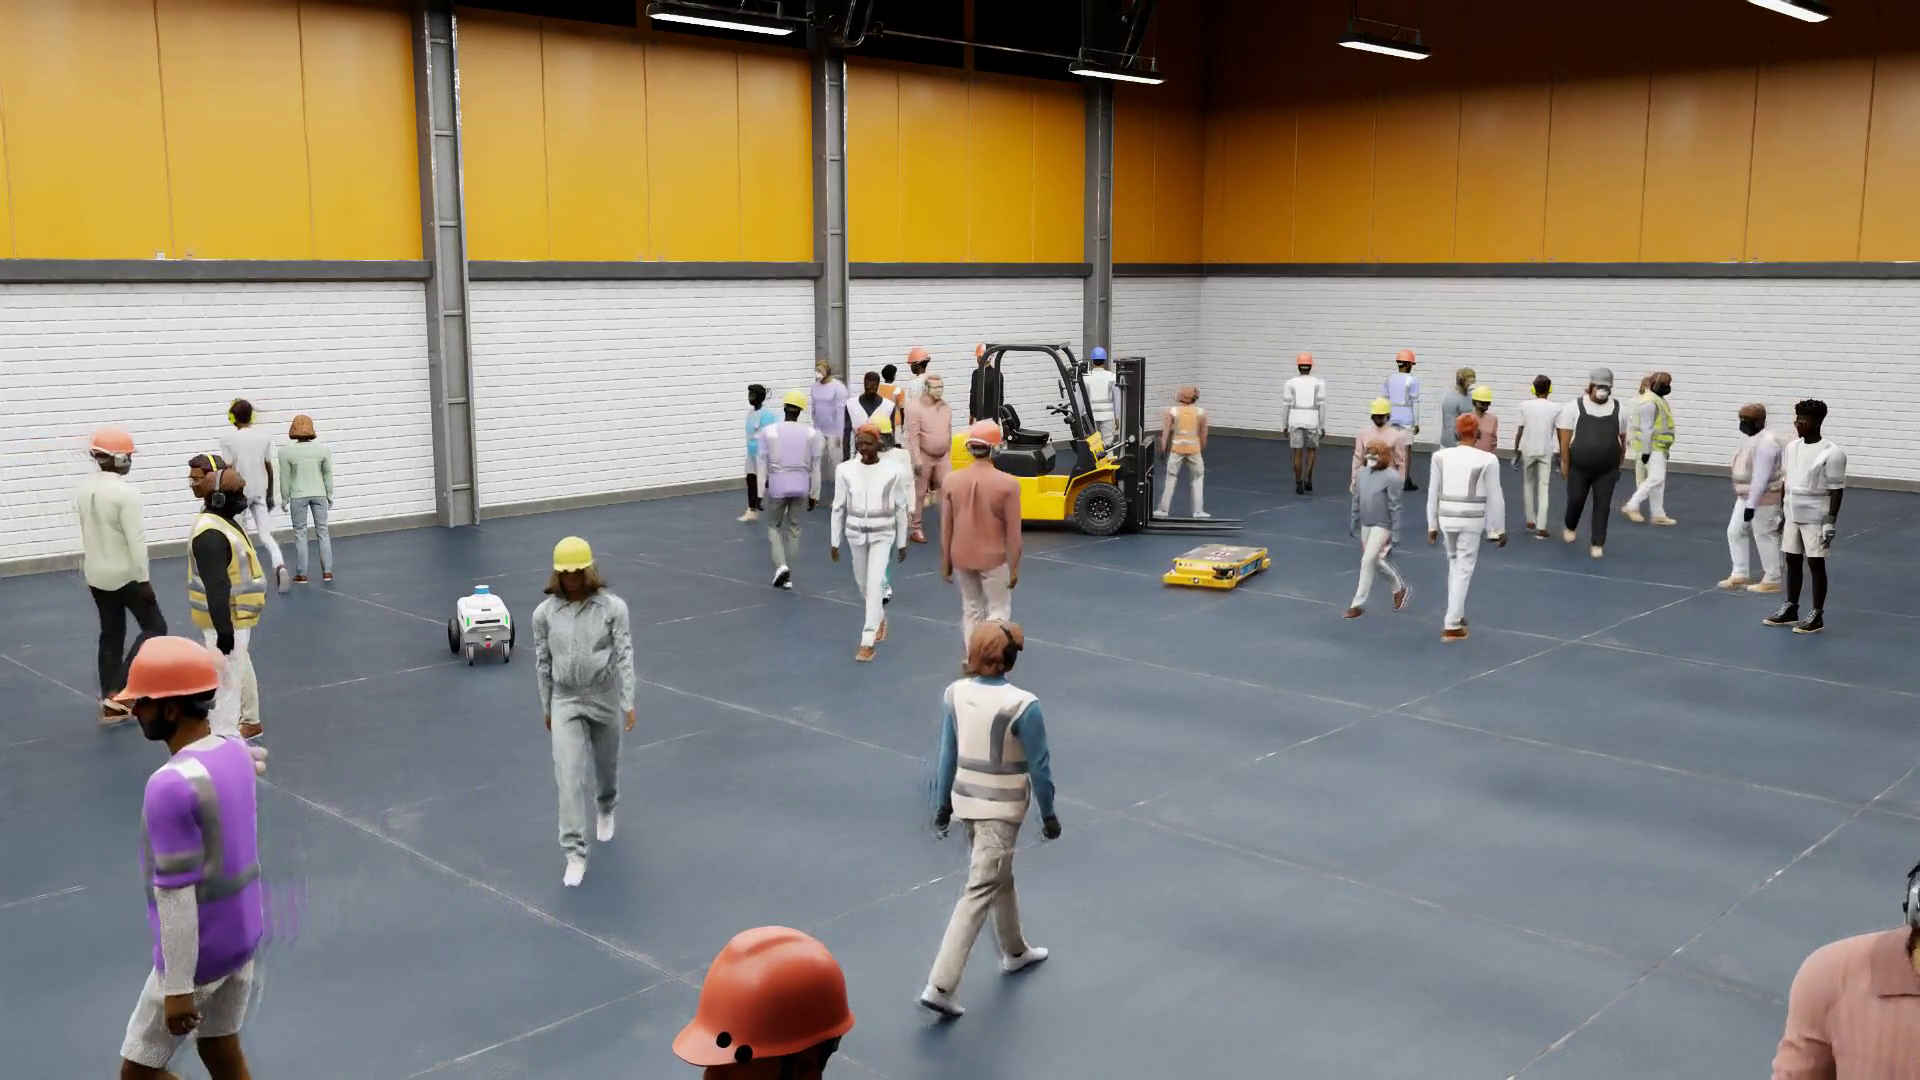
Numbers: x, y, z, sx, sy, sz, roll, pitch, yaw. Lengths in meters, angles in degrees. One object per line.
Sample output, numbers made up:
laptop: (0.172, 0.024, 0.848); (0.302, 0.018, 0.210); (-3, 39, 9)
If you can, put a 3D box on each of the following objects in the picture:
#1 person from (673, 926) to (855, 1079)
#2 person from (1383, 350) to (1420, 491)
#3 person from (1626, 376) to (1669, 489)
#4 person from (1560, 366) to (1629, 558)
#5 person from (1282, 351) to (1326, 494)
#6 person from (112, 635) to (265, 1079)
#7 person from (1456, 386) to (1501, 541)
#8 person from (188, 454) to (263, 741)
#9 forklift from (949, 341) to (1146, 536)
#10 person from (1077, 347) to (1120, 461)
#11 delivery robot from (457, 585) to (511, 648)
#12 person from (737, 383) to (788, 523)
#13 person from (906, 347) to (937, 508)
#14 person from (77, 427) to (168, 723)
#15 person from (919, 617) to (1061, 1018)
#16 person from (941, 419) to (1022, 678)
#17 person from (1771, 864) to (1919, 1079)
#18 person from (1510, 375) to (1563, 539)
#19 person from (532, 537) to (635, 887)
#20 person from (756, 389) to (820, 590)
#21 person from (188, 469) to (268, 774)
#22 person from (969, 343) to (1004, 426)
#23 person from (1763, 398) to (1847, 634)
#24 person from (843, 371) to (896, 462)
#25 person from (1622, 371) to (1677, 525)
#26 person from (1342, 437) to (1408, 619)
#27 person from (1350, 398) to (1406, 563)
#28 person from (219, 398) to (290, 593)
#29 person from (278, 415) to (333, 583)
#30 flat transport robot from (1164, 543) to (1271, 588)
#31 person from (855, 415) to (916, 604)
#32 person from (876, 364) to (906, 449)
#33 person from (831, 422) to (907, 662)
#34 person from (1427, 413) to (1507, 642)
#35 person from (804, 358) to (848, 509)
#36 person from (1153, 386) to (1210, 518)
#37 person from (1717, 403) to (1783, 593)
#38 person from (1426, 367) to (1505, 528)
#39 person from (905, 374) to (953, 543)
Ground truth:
person: (-0.306, 1.602, 2.915); (0.360, 1.939, 0.543); (-8, 12, -40)
person: (6.064, -1.638, 22.810); (0.542, 1.929, 0.374); (9, 13, 44)
person: (9.109, -1.362, 22.056); (0.539, 1.611, 0.569); (4, 10, 23)
person: (6.715, -0.848, 17.624); (0.687, 2.000, 0.683); (2, 9, 12)
person: (4.648, -1.583, 22.488); (0.578, 1.920, 0.530); (2, 9, 11)
person: (-2.374, 1.244, 5.149); (0.396, 1.923, 0.583); (0, 9, 0)
person: (5.772, -0.834, 18.464); (0.556, 1.724, 0.842); (-2, 9, -12)
person: (-4.730, 0.374, 10.662); (0.534, 1.868, 0.309); (8, 12, 41)
forklift: (0.977, -1.223, 19.452); (2.313, 2.155, 1.214); (2, 9, 11)
person: (1.935, -1.715, 23.231); (0.615, 1.942, 0.407); (0, 9, 2)
delivery robot: (-3.727, 0.600, 13.003); (0.477, 0.478, 0.707); (-4, 10, -21)
person: (-2.357, -1.049, 19.945); (0.632, 1.679, 0.542); (-7, 12, -38)
person: (-0.512, -1.428, 21.180); (0.395, 2.038, 0.615); (4, 10, 23)
person: (-5.590, 0.243, 11.095); (0.662, 1.985, 0.436); (5, 11, 29)
person: (0.090, 1.126, 6.875); (0.848, 1.599, 0.510); (-8, 12, -41)
person: (0.129, 0.138, 11.794); (0.620, 1.977, 0.645); (4, 10, 23)
person: (2.044, 1.538, 3.547); (0.660, 1.863, 0.965); (8, 12, 42)
person: (6.598, -0.961, 18.987); (0.575, 1.819, 0.879); (4, 10, 25)
person: (-1.914, 0.806, 8.502); (0.490, 1.710, 0.855); (-2, 9, -10)
person: (-1.630, -0.473, 15.739); (0.628, 1.900, 0.422); (-3, 10, -19)
person: (-4.407, 0.487, 10.049); (0.429, 1.841, 0.634); (-3, 10, -18)
person: (0.349, -1.766, 23.390); (0.379, 1.996, 0.610); (-9, 13, -43)
person: (7.074, -0.203, 13.895); (0.365, 1.964, 0.610); (-3, 10, -16)
person: (-1.030, -0.998, 19.028); (0.613, 1.890, 0.538); (0, 9, 1)
person: (8.244, -1.080, 19.693); (0.516, 1.835, 0.635); (6, 11, 31)
person: (3.679, -0.121, 14.521); (0.772, 1.597, 0.520); (-5, 11, -29)
person: (4.346, -0.619, 17.210); (0.517, 1.720, 0.913); (7, 12, 38)
person: (-6.635, -0.412, 15.611); (0.868, 1.837, 0.512); (9, 13, 44)
person: (-6.323, -0.398, 16.111); (0.500, 1.633, 0.282); (-7, 11, -35)
flat transport robot: (2.552, 0.238, 16.379); (0.652, 0.197, 1.431); (5, 10, 26)
person: (-0.680, -0.284, 15.187); (0.540, 1.706, 0.954); (-2, 10, -13)
person: (-1.020, -1.639, 23.566); (0.538, 1.688, 0.318); (3, 10, 18)
person: (-0.709, -0.026, 13.201); (0.589, 1.848, 0.958); (2, 9, 12)
person: (4.187, -0.114, 13.671); (0.766, 1.853, 0.595); (-9, 13, -44)
person: (-1.710, -1.321, 20.893); (0.649, 1.907, 0.800); (7, 12, 37)
person: (2.663, -1.064, 20.275); (0.718, 1.617, 0.324); (1, 9, 9)
person: (7.422, -0.375, 15.489); (0.629, 1.794, 0.654); (1, 9, 8)
person: (5.905, -1.070, 19.437); (0.986, 1.887, 0.659); (9, 13, 43)
person: (-0.272, -0.870, 18.272); (0.659, 1.879, 0.823); (-6, 11, -35)
